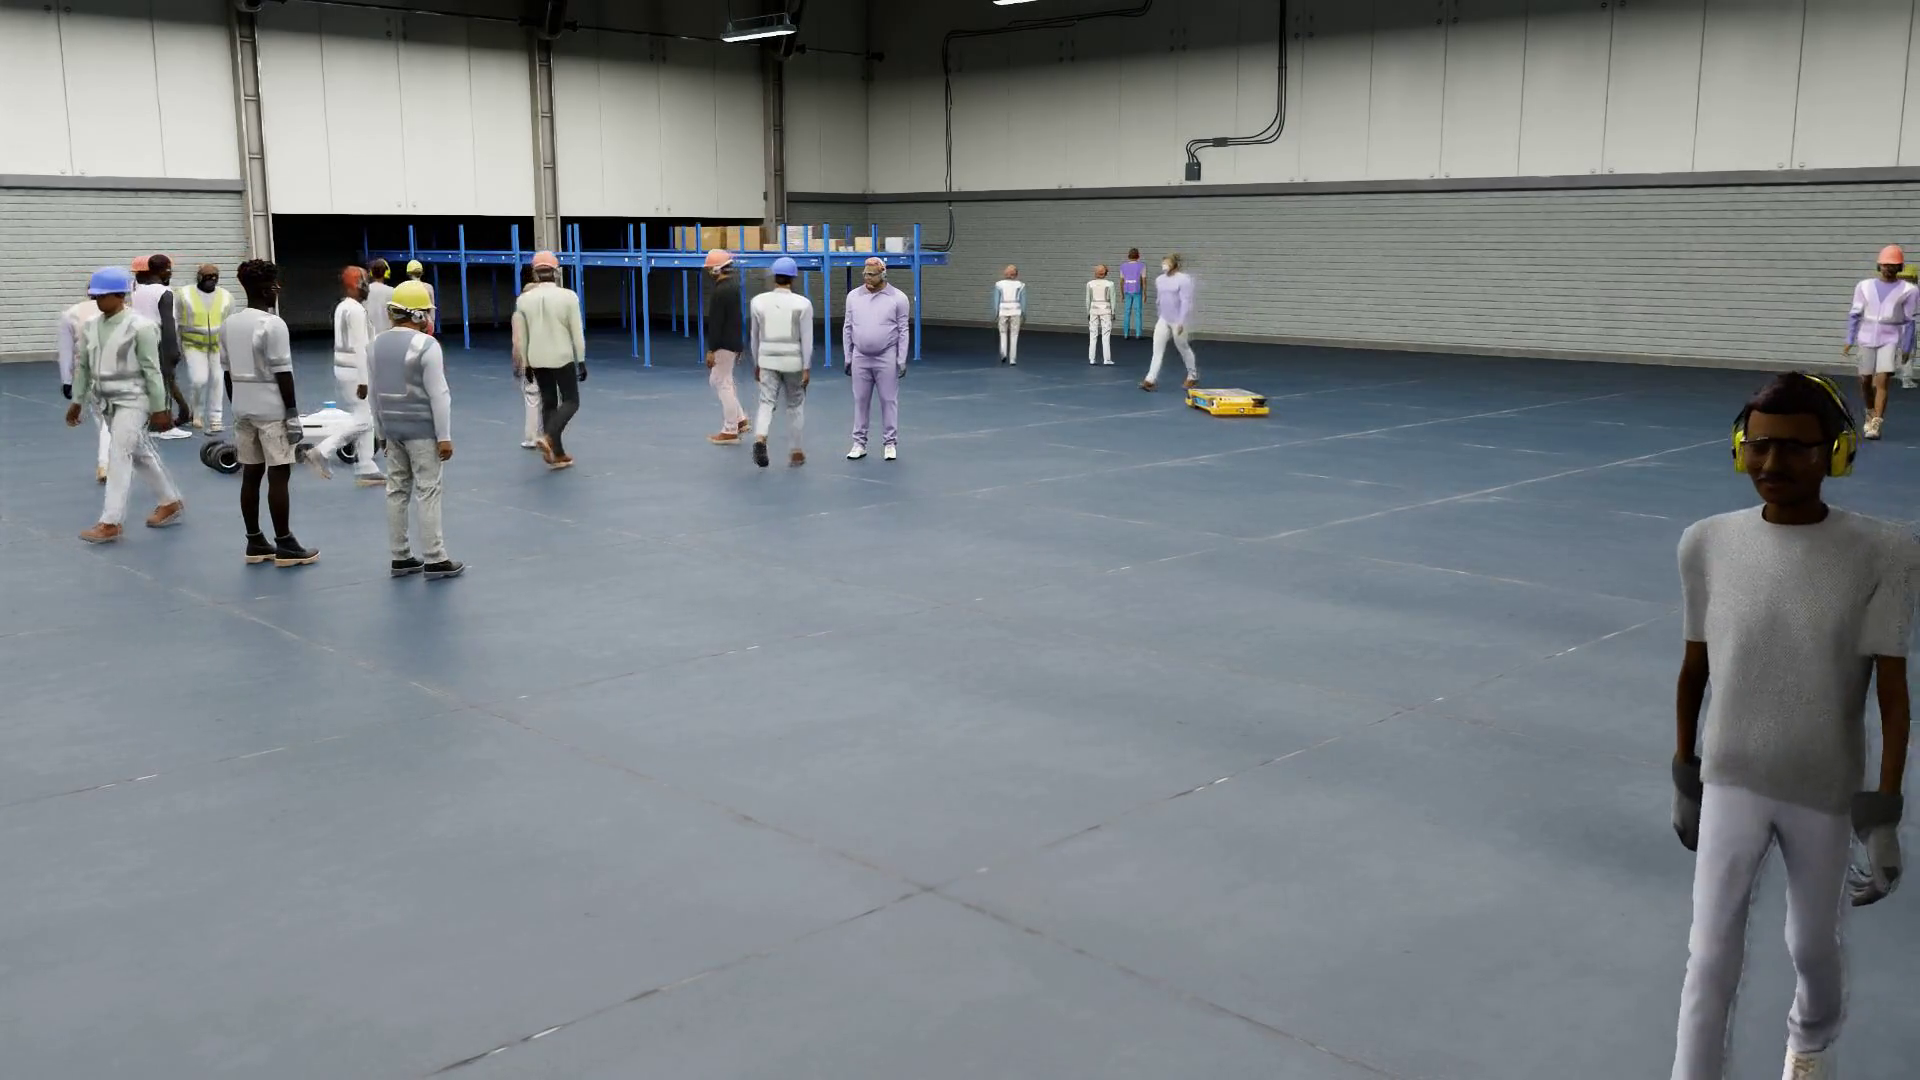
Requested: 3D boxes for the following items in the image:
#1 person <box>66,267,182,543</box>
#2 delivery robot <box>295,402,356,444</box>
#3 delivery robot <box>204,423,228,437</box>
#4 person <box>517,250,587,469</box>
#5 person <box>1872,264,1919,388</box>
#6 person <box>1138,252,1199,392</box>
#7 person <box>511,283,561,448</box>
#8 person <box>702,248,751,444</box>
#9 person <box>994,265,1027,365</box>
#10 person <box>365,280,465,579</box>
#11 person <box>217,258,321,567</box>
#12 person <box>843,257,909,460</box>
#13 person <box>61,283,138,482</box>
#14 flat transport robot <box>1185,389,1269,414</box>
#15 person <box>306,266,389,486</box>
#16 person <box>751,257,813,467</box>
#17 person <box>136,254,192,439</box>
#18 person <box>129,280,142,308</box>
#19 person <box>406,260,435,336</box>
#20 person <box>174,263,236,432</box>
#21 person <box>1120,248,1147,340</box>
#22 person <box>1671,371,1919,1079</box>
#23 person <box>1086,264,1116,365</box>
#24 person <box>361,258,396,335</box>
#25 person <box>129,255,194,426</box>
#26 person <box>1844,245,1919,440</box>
[{"bbox_3d":[-5.913,-0.975,11.766,0.620,1.900,1.013,4,11,23],"label":"person"},{"bbox_3d":[-5.955,-1.066,15.753,0.707,0.478,0.477,-1,10,-2],"label":"delivery robot"},{"bbox_3d":[-6.505,-1.085,15.149,0.698,0.223,0.335,-8,13,-36],"label":"delivery robot"},{"bbox_3d":[-3.700,-1.618,15.021,0.639,1.979,0.574,2,11,13],"label":"person"},{"bbox_3d":[13.023,-2.965,23.077,0.790,1.713,0.495,-4,11,-20],"label":"person"},{"bbox_3d":[2.899,-2.976,22.710,1.068,1.883,0.646,-9,14,-41],"label":"person"},{"bbox_3d":[-4.214,-1.738,16.607,0.514,1.639,0.307,-7,13,-35],"label":"person"},{"bbox_3d":[-2.413,-1.965,16.932,0.425,1.978,0.619,1,10,7],"label":"person"},{"bbox_3d":[0.833,-3.677,27.215,0.540,1.621,0.435,2,11,8],"label":"person"},{"bbox_3d":[-3.381,-0.685,10.330,0.595,1.831,0.403,5,12,27],"label":"person"},{"bbox_3d":[-4.478,-0.823,10.718,0.602,1.967,0.370,6,12,30],"label":"person"},{"bbox_3d":[-0.808,-1.711,15.745,0.636,1.902,0.406,2,11,11],"label":"person"},{"bbox_3d":[-7.462,-1.406,14.477,0.633,1.781,0.993,-2,11,-9],"label":"person"},{"bbox_3d":[3.231,-1.693,20.206,0.652,0.197,1.431,-1,10,-6],"label":"flat transport robot"},{"bbox_3d":[-5.191,-1.379,14.056,0.625,1.859,0.578,-6,12,-31],"label":"person"},{"bbox_3d":[-1.634,-1.605,15.118,0.606,1.922,0.781,1,10,7],"label":"person"},{"bbox_3d":[-8.395,-2.028,17.443,0.587,1.912,0.376,8,13,37],"label":"person"},{"bbox_3d":[-11.072,-2.912,22.510,0.547,1.814,0.837,4,11,19],"label":"person"},{"bbox_3d":[-7.571,-3.017,23.233,0.326,1.767,0.533,7,12,33],"label":"person"},{"bbox_3d":[-8.100,-2.064,17.902,0.647,1.813,0.445,-8,13,-36],"label":"person"},{"bbox_3d":[3.529,-5.014,33.888,0.567,1.850,0.389,4,11,23],"label":"person"},{"bbox_3d":[1.829,0.533,3.691,0.514,1.835,0.942,7,12,33],"label":"person"},{"bbox_3d":[2.303,-3.678,27.180,0.519,1.640,0.307,5,11,25],"label":"person"},{"bbox_3d":[-6.772,-2.341,19.310,0.540,1.850,0.682,1,10,5],"label":"person"},{"bbox_3d":[-8.979,-2.219,18.542,0.970,1.896,0.556,1,10,8],"label":"person"},{"bbox_3d":[9.712,-2.095,17.537,0.617,2.015,0.882,10,14,43],"label":"person"}]
